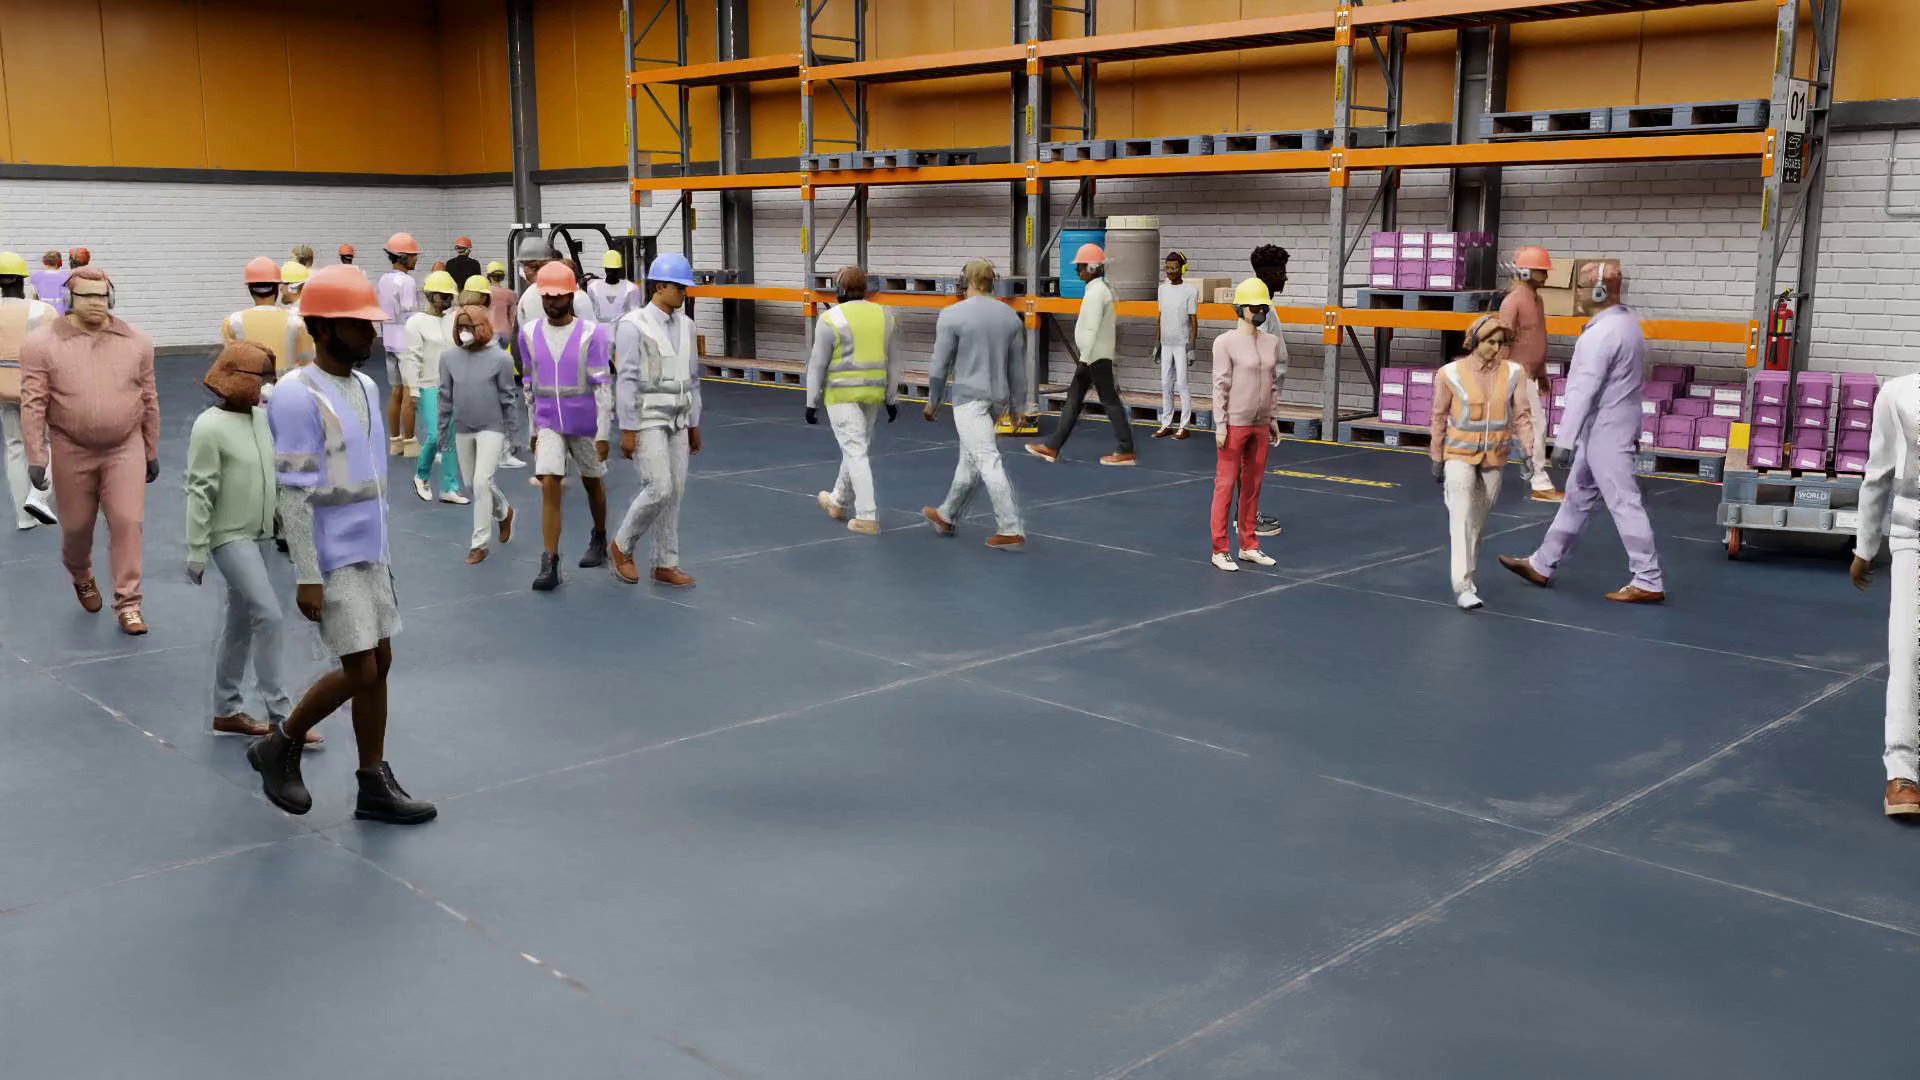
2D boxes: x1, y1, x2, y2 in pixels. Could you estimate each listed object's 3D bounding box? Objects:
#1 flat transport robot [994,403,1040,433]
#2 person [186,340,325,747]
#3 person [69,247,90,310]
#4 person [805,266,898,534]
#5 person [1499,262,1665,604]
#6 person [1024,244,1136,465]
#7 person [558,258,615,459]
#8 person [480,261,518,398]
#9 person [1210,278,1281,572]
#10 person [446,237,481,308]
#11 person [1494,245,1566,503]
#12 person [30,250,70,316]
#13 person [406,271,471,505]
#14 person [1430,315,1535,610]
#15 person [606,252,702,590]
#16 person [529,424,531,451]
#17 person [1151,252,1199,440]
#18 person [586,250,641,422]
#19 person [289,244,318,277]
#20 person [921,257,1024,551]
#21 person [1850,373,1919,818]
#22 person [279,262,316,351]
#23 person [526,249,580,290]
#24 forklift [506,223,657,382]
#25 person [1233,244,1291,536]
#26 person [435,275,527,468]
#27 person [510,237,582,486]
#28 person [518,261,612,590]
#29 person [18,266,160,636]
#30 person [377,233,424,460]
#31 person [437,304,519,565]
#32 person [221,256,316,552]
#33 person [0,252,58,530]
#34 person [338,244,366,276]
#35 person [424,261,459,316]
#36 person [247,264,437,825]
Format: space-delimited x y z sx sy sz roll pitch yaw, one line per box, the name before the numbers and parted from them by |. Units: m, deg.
flat transport robot | 0.500 -1.289 17.404 0.652 0.197 1.431 1 10 3
person | -2.745 0.021 6.592 0.688 1.604 0.521 1 10 8
person | -9.885 -2.365 18.864 0.339 1.882 0.584 -1 10 -4
person | -0.819 -0.976 11.501 0.654 1.802 0.901 -9 14 -40
person | 3.514 -0.592 9.243 0.969 1.864 0.674 7 12 32
person | 1.099 -1.615 14.615 1.008 1.937 0.642 0 10 2
person | -3.499 -1.631 15.134 0.678 1.829 0.642 9 14 40
person | -5.456 -2.441 19.721 0.529 1.725 0.888 -10 14 -44
person | 1.745 -0.699 10.106 0.522 1.769 0.311 -7 13 -34
person | -8.151 -3.992 27.440 0.622 1.992 0.396 1 10 7
person | 4.249 -1.287 12.828 0.987 1.957 0.603 7 12 33
person | -12.402 -3.052 22.789 0.579 1.817 0.744 -2 11 -12
person | -3.884 -1.133 12.471 0.356 1.753 0.552 7 12 32
person | 2.853 -0.436 9.138 0.505 1.592 0.833 -1 10 -5
person | -1.705 -0.664 9.474 0.485 1.927 0.609 6 12 30
person | -3.778 -1.636 15.637 0.672 1.608 0.516 -7 12 -33
person | 2.133 -1.926 16.559 0.333 1.858 0.509 -10 14 -43
person | -3.780 -2.241 18.264 0.595 1.864 1.038 -1 10 -4
person | -7.095 -2.194 17.840 0.803 1.914 0.655 -2 11 -11
person | 0.091 -0.893 10.866 0.618 1.873 1.037 -9 14 -40
person | 3.558 0.030 5.972 0.607 1.831 1.003 5 12 27
person | -5.268 -1.336 13.443 0.593 1.813 0.610 -2 11 -12
person | -4.498 -2.262 18.349 0.631 1.882 0.837 -5 11 -24
forklift | -5.316 -3.263 22.920 2.313 2.155 1.214 -10 14 -44
person | 2.045 -1.023 11.325 0.361 1.963 0.613 2 11 9
person | -4.272 -1.467 14.536 0.951 1.685 0.511 5 11 25
person | -3.212 -1.406 13.213 0.720 2.000 0.689 2 11 12
person | -2.299 -0.696 9.803 0.552 1.879 1.044 1 10 4
person | -4.490 -0.476 8.609 0.652 1.876 0.836 -7 13 -34
person | -5.006 -1.745 15.055 0.390 2.041 0.614 -10 14 -42
person | -3.013 -0.688 10.509 0.520 1.607 0.747 2 11 11
person | -4.429 -0.876 10.732 0.561 1.898 0.981 -3 11 -17
person | -6.434 -1.013 11.426 0.609 1.908 0.420 -1 10 -7
person | -9.679 -3.742 26.390 0.547 1.896 1.013 -10 14 -44
person | -7.692 -3.309 24.700 0.498 1.633 0.285 -6 12 -28
person | -2.111 0.040 5.634 0.523 1.927 0.560 2 11 9
